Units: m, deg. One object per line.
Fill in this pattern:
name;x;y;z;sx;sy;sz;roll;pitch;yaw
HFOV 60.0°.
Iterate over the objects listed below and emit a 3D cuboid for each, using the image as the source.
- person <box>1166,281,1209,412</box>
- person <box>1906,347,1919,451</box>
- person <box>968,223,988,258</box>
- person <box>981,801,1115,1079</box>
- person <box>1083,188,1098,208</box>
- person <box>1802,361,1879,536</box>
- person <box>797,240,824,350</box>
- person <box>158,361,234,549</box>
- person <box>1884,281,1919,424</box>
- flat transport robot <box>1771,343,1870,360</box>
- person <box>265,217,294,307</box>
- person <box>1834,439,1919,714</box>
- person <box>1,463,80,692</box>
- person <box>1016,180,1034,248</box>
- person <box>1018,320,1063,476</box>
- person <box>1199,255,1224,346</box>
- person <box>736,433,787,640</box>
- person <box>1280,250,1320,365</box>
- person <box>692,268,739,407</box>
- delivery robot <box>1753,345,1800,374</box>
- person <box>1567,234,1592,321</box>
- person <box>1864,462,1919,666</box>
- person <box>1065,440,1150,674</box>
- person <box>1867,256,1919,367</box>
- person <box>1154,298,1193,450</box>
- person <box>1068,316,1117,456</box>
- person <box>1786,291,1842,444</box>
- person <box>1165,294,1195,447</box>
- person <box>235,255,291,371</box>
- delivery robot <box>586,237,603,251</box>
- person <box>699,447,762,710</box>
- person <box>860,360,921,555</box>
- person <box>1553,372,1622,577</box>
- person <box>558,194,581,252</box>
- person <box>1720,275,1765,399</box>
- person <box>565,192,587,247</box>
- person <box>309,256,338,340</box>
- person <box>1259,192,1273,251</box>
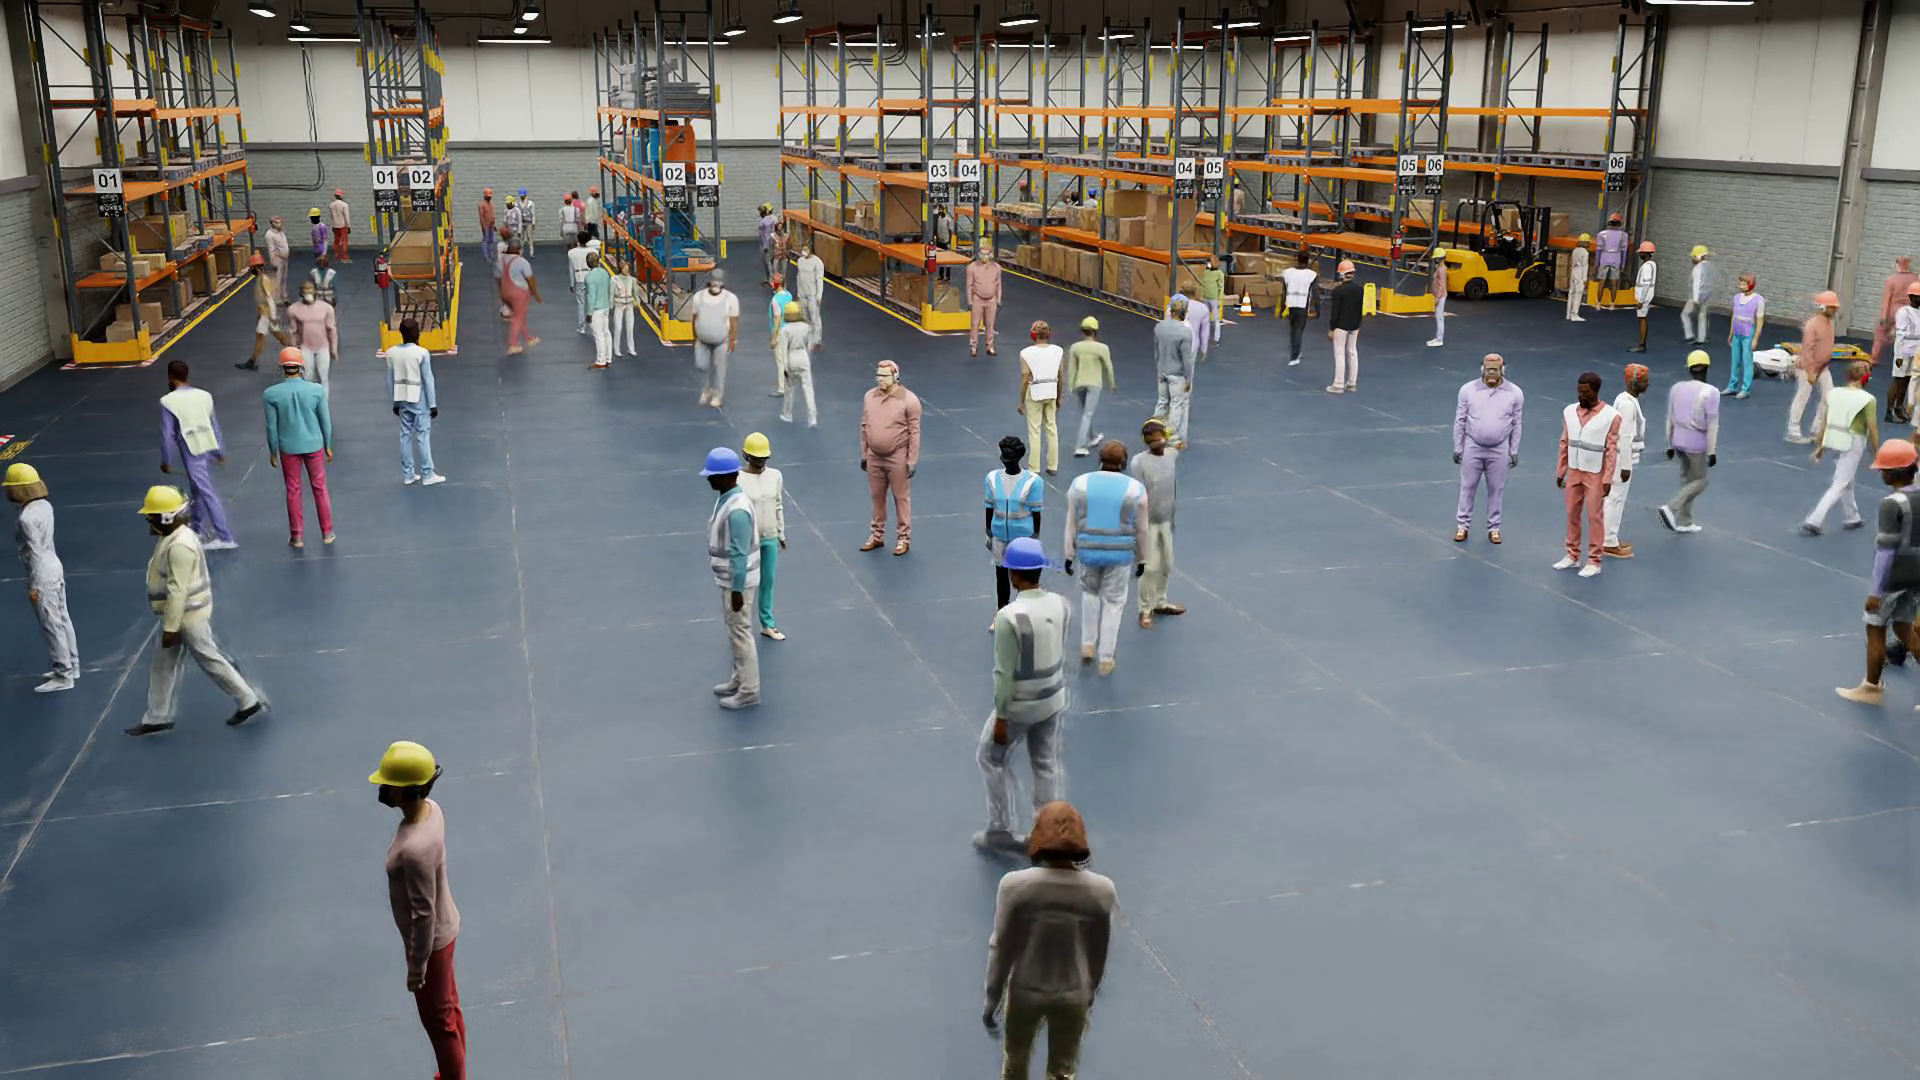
person;3.127;-2.666;23.250;0.654;1.909;0.765;-6;16;-21
person;11.274;-1.621;19.234;0.553;1.935;0.361;7;16;25
person;0.369;-5.565;34.136;0.405;1.904;0.609;6;16;22
person;0.348;1.845;6.848;0.554;1.585;0.737;-1;15;-4
person;3.650;-8.771;46.121;0.608;1.948;0.389;11;18;35
person;9.036;-0.928;16.946;0.963;1.791;0.593;-4;15;-14
person;-2.660;-4.342;29.493;0.625;1.933;0.374;14;20;42
person;-7.607;-0.852;16.557;0.902;1.845;0.621;5;16;17
person;13.010;-2.571;22.802;0.545;1.942;0.350;-10;18;-33
flat transport robot;14.774;-3.242;28.530;1.431;0.197;0.652;2;15;8
person;-14.559;-5.952;35.619;0.396;1.901;0.658;0;15;1
person;6.810;0.297;11.937;0.635;2.006;0.808;-9;18;-31
person;-6.908;0.275;12.477;0.325;1.740;0.492;-4;15;-14
person;1.900;-9.651;49.273;0.485;2.027;0.620;-4;15;-14
person;0.955;-1.643;19.491;0.567;1.844;0.375;-7;17;-26
person;4.530;-4.317;29.963;0.278;1.633;0.507;-12;19;-38
person;-1.634;-0.007;13.495;0.533;1.765;0.326;-12;19;-38
person;5.766;-3.920;27.979;0.631;1.881;0.888;9;18;32
person;-3.526;-2.917;23.915;0.702;2.000;0.541;1;15;4
delivery robot;12.904;-2.840;26.286;0.477;0.478;0.707;-7;17;-24
person;12.442;-5.270;33.362;0.326;1.732;0.486;-3;15;-11
person;7.556;0.166;12.664;0.608;1.860;0.981;-9;17;-30
person;1.156;0.116;12.923;0.644;1.821;0.559;4;15;15
person;15.389;-3.721;27.280;0.646;1.870;0.938;-3;15;-10
person;2.695;-2.081;20.994;0.384;1.928;0.635;-11;19;-36
person;1.641;-1.937;20.855;0.535;1.712;0.946;9;18;32
person;10.982;-2.183;21.257;0.626;1.973;0.639;-9;17;-30
person;2.799;-2.170;21.279;0.388;1.947;0.611;1;15;5
person;-11.402;-3.730;27.311;1.029;1.872;0.570;-8;17;-27
delivery robot;-10.232;-8.242;46.618;0.477;0.478;0.707;11;18;36
person;-1.663;0.270;12.130;0.420;1.937;0.607;-4;15;-15
person;-0.705;-0.804;16.217;0.638;1.911;0.406;8;17;27
person;5.859;-0.627;15.561;0.408;1.907;0.597;-10;18;-33
person;-10.356;-8.221;44.147;0.554;1.898;0.599;-4;16;-16
person;11.648;-3.014;24.669;0.396;1.837;0.565;-4;15;-16
person;-10.958;-9.024;47.414;0.619;1.783;1.005;-7;17;-25
person;-11.616;-4.410;30.427;0.507;1.571;0.889;-3;15;-10
person;8.924;-9.290;48.466;0.301;1.745;0.483;-11;18;-35
